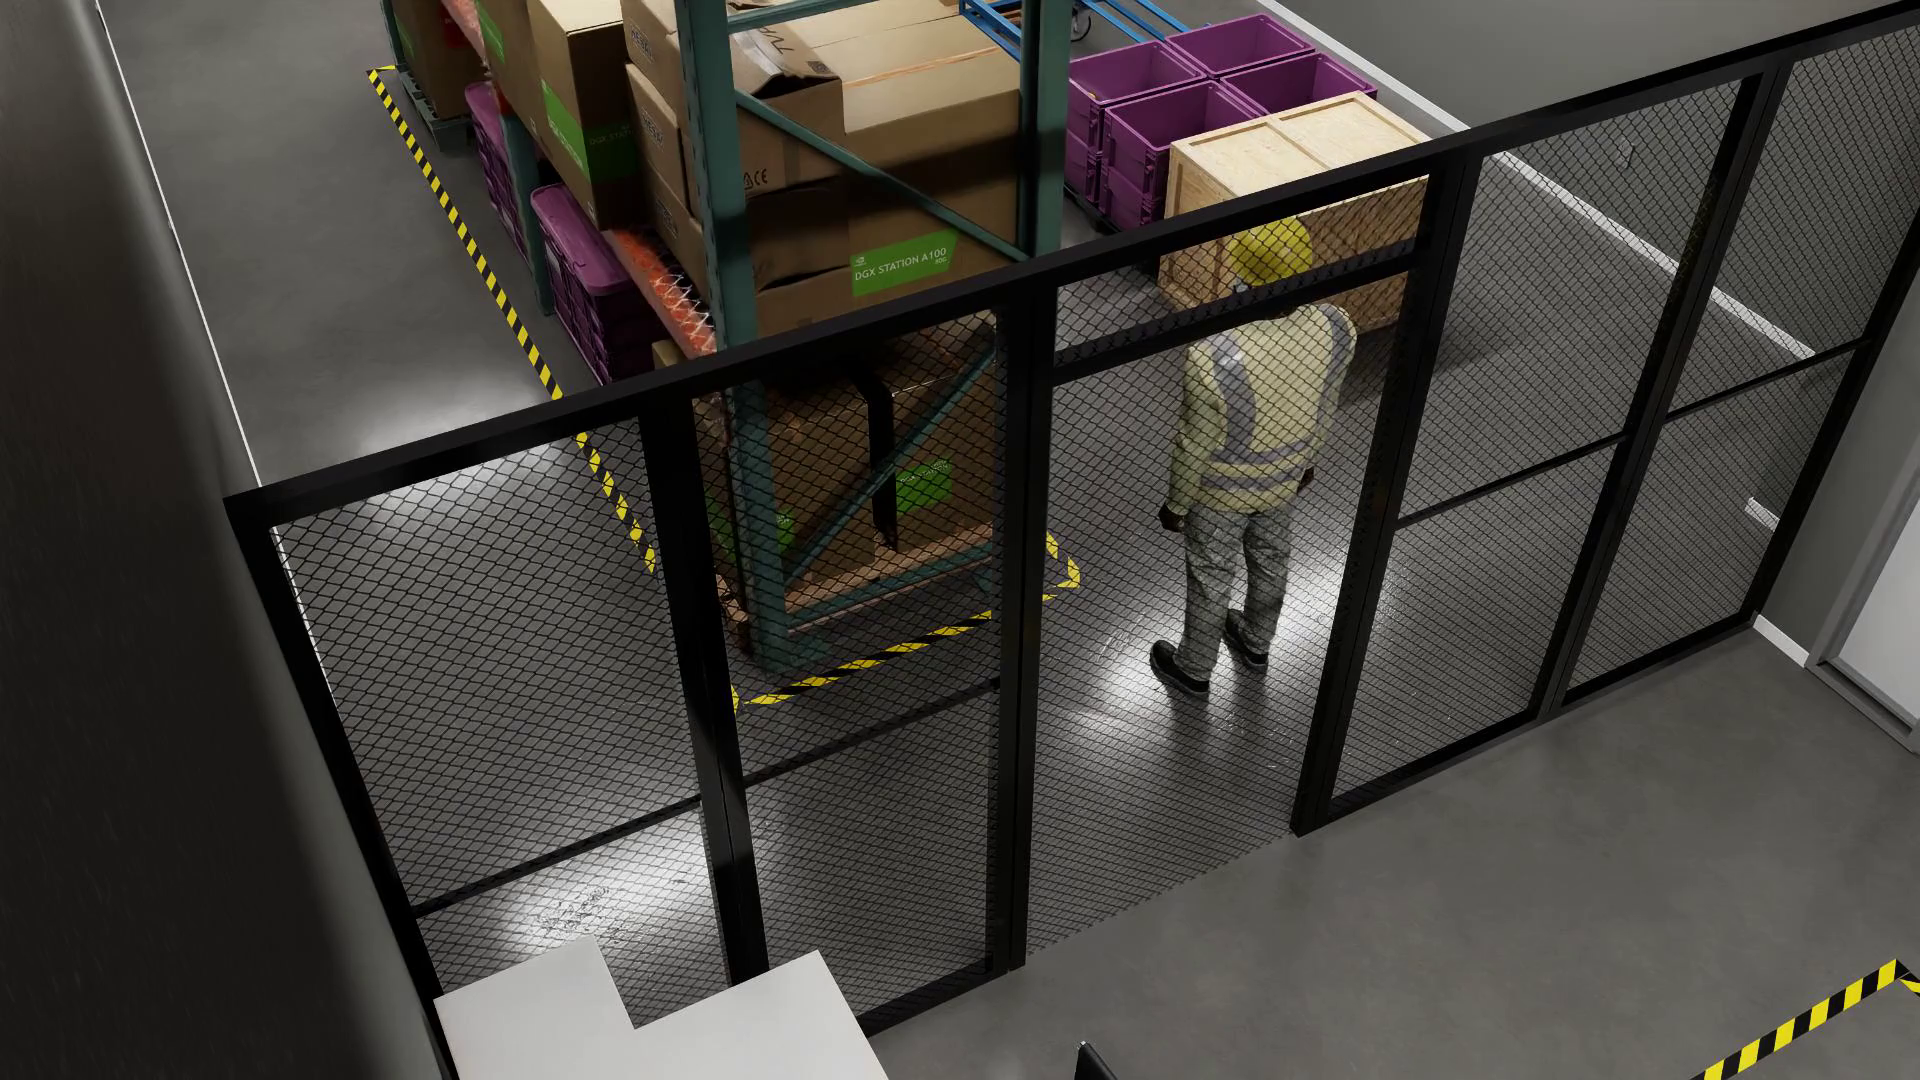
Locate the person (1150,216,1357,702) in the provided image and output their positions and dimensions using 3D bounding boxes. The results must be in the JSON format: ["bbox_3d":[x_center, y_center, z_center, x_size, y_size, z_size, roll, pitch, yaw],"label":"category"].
[{"bbox_3d":[0.893,-0.230,5.274,0.593,1.833,0.404,-20,46,-20],"label":"person"}]
